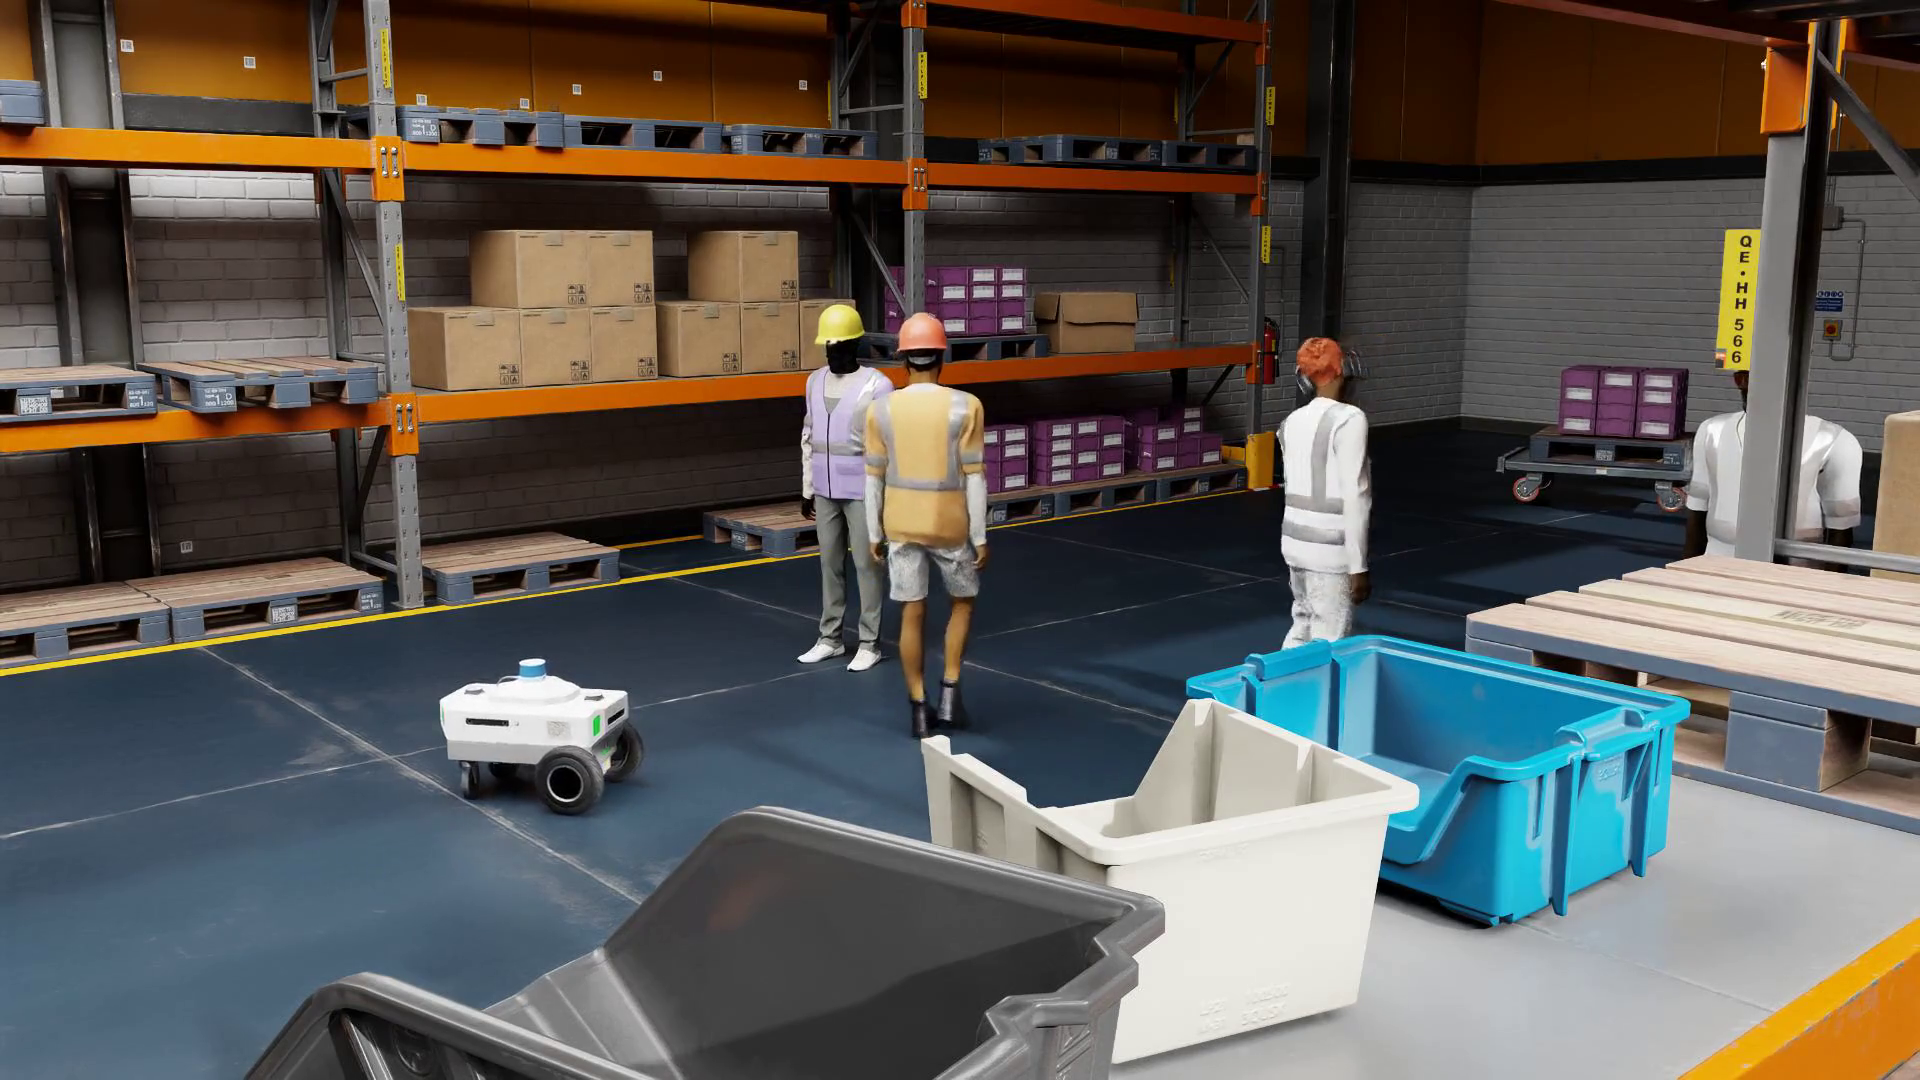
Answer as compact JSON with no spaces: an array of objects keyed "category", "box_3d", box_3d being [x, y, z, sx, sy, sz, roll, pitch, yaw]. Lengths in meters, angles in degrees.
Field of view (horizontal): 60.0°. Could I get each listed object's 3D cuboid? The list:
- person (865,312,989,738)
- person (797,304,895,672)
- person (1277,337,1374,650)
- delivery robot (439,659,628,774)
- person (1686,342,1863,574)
[{"category":"person","box_3d":[-0.146,-0.059,7.530,0.581,1.924,0.435,2,10,10]},{"category":"person","box_3d":[-0.605,-0.272,8.739,0.586,1.924,0.370,7,12,33]},{"category":"person","box_3d":[1.479,0.094,6.928,0.385,1.857,0.657,-2,10,-13]},{"category":"delivery robot","box_3d":[-1.722,0.725,6.725,0.707,0.478,0.477,2,10,10]},{"category":"person","box_3d":[2.934,0.179,6.101,0.369,1.963,0.608,-8,13,-39]}]
